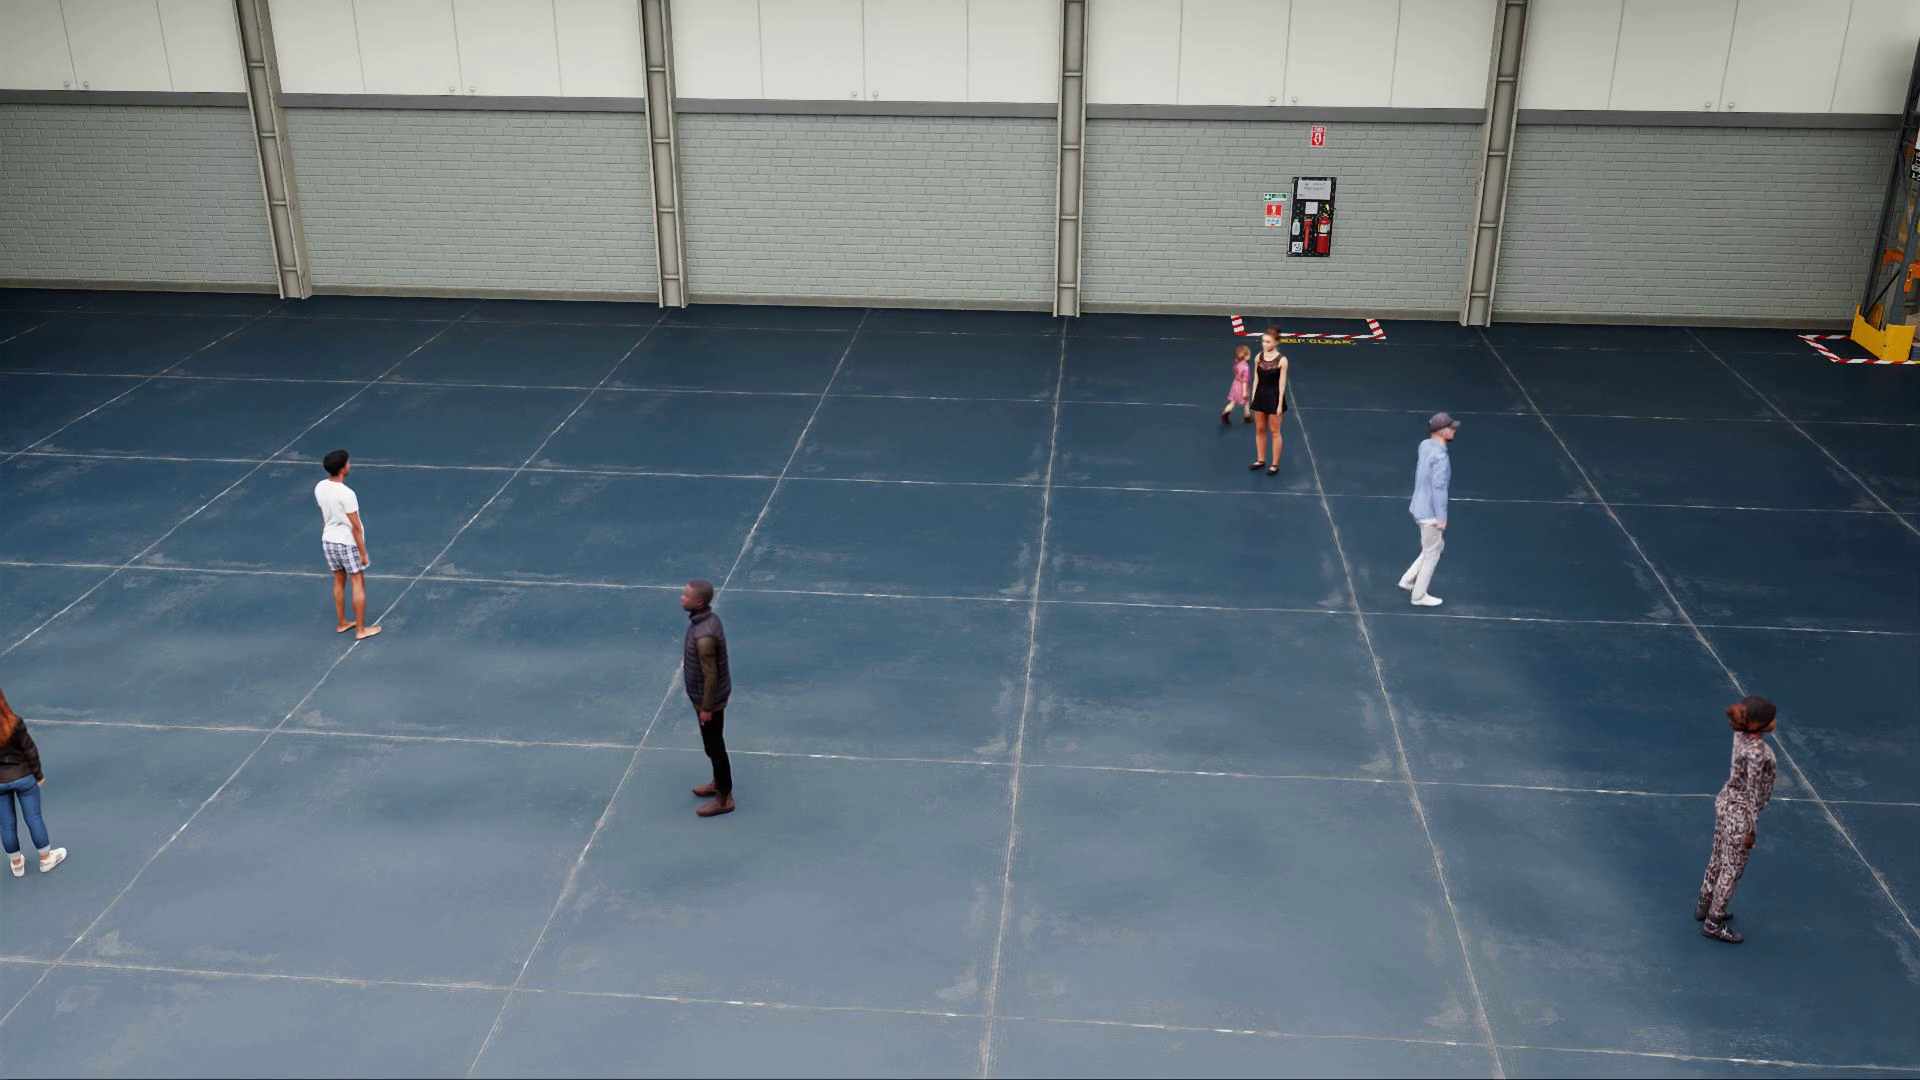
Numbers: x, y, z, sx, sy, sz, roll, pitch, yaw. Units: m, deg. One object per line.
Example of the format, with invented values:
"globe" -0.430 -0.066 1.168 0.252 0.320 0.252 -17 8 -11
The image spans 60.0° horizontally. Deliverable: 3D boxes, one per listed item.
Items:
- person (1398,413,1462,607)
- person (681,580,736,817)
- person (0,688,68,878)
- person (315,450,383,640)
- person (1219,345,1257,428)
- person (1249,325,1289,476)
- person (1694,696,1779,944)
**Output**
"person" 4.231 -0.272 15.232 0.664 1.878 0.685 -1 23 -1
"person" -1.820 1.121 12.011 0.673 1.835 0.754 -5 24 -11
"person" -6.466 1.609 11.314 0.568 1.483 0.689 -7 24 -16
"person" -5.444 0.036 14.702 0.622 1.726 0.752 14 27 29
"person" 3.340 -1.846 20.038 0.790 1.012 0.641 -10 25 -23
"person" 3.453 -1.571 18.539 0.677 1.681 0.753 20 30 39
"person" 4.978 1.764 10.653 0.584 1.714 0.590 4 23 10
